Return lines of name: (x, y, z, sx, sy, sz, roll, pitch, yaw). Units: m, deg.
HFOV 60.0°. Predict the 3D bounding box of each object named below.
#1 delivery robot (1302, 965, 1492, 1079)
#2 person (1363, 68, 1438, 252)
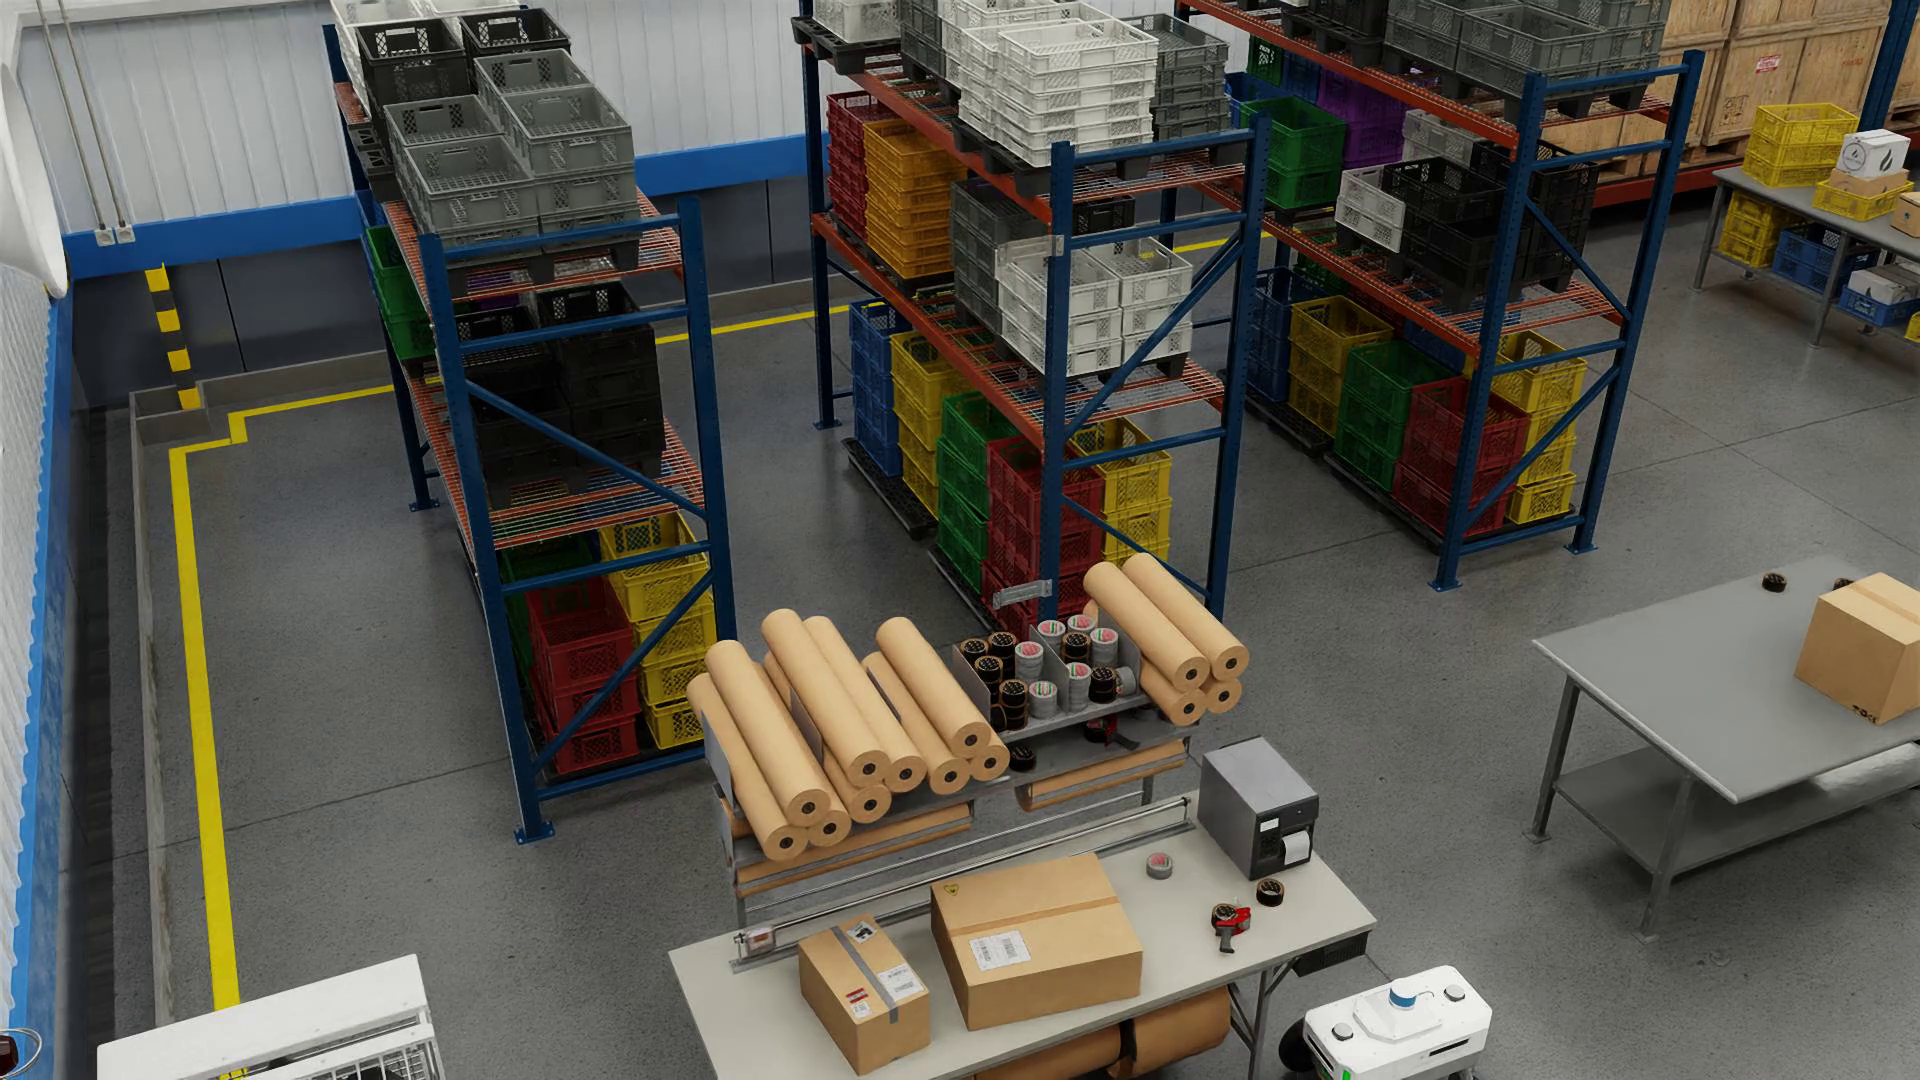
delivery robot: (1.700, 1.914, 6.481, 0.707, 0.478, 0.477, -12, 34, -19)
person: (3.587, -3.350, 13.816, 0.625, 1.933, 0.374, 25, 40, 35)
